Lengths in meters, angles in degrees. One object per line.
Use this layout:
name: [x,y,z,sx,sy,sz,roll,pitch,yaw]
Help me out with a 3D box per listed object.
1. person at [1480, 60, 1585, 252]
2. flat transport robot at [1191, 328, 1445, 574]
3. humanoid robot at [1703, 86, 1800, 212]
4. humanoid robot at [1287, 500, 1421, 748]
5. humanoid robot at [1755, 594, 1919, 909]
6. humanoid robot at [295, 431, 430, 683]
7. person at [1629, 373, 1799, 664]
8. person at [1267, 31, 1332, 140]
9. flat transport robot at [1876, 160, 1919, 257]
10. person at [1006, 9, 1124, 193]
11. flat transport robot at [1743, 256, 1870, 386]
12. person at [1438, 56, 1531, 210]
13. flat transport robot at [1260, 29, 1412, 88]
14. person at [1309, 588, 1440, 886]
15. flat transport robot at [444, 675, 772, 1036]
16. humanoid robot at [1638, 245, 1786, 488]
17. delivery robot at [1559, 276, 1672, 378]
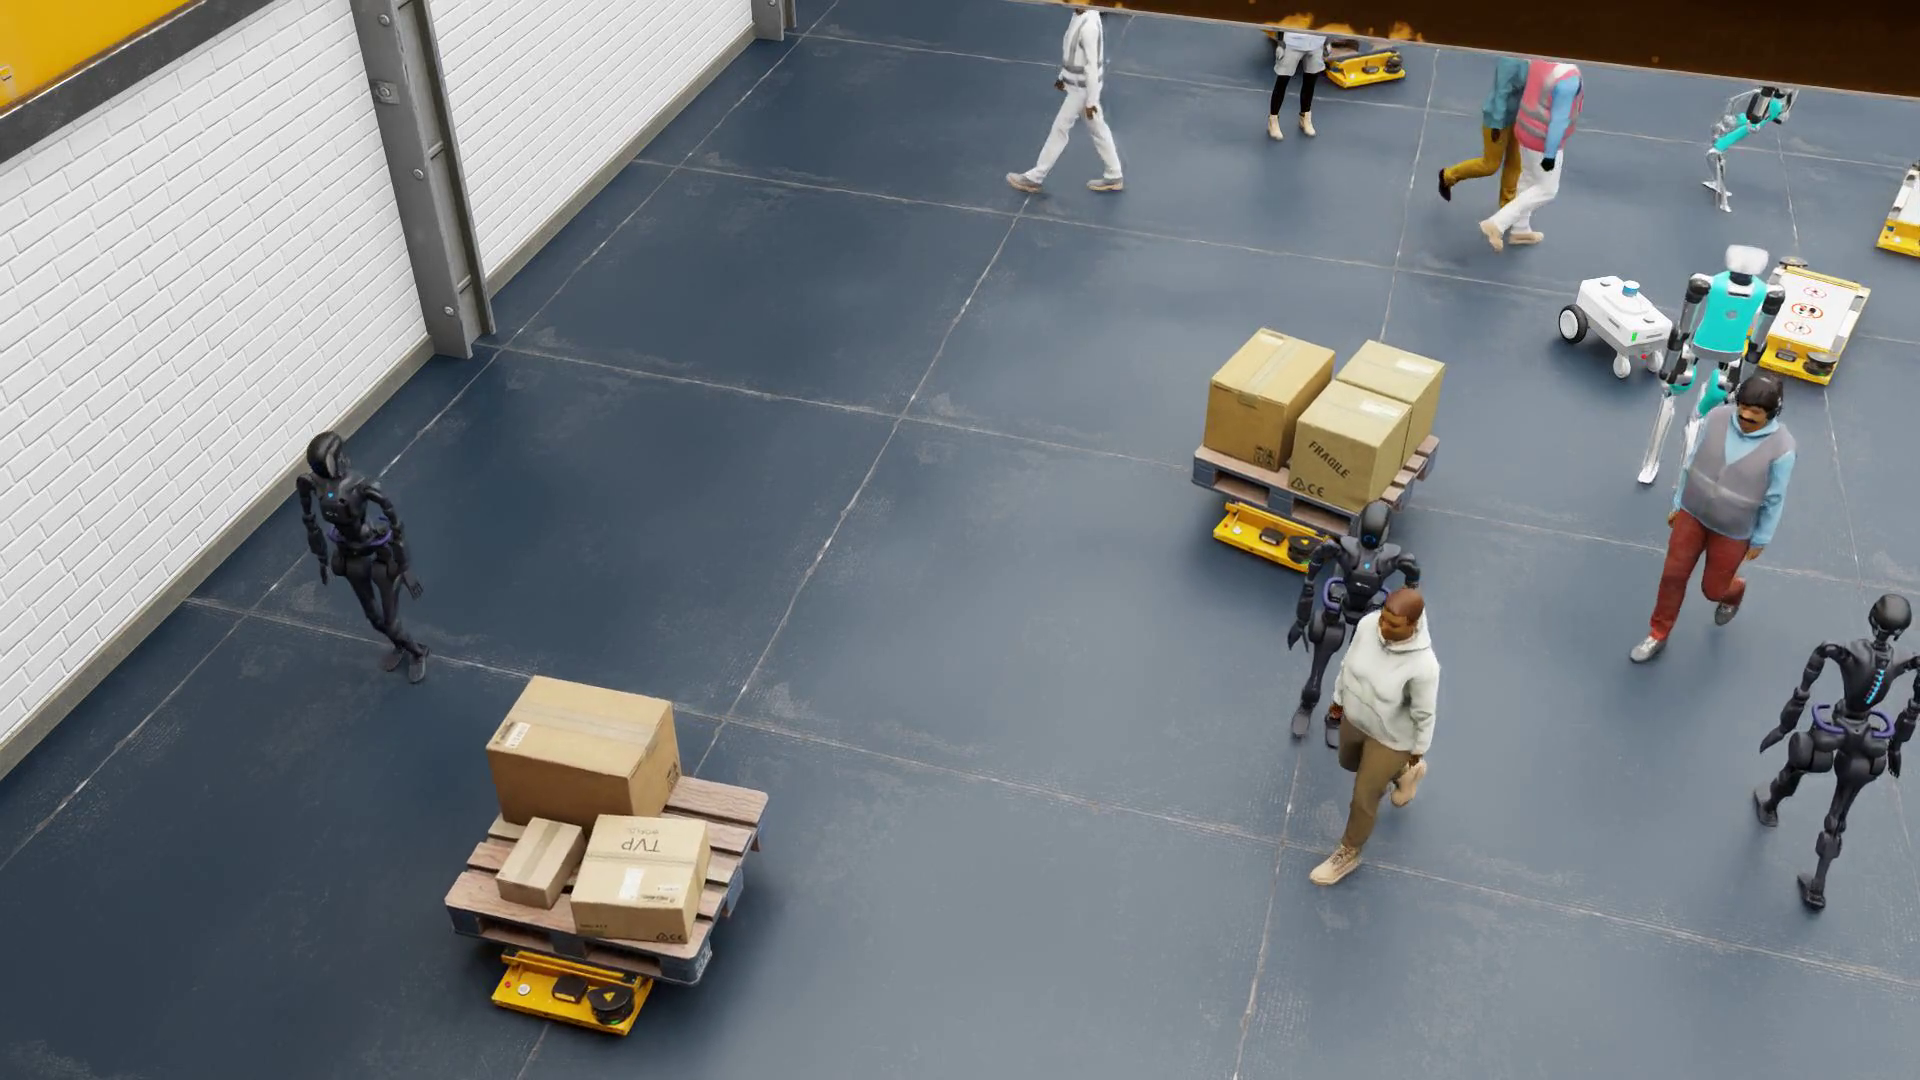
person: [4.330,-3.029,12.540,0.567,1.815,0.646,-4,39,-5]
flat transport robot: [2.204,-0.328,10.412,0.659,0.231,1.431,23,44,26]
humanoid robot: [6.267,-3.466,13.159,0.549,1.774,0.835,-25,45,-28]
humanoid robot: [1.970,0.423,8.364,0.610,1.642,0.395,9,40,11]
humanoid robot: [4.122,0.920,7.774,0.616,1.621,0.785,7,39,9]
humanoid robot: [-3.125,0.071,8.798,0.589,1.637,0.420,6,39,7]
person: [4.101,-0.135,8.910,0.682,1.853,0.541,-28,46,-30]
person: [2.914,-4.224,14.126,0.530,1.689,0.322,-7,39,-9]
flat transport robot: [7.799,-2.604,13.243,0.659,0.231,1.431,22,44,25]
person: [0.902,-3.630,13.273,0.996,1.828,0.600,1,39,2]
flat transport robot: [6.083,-1.596,11.990,0.659,0.231,1.431,23,44,25]
person: [4.208,-3.309,12.949,0.561,1.733,0.689,-31,48,-33]
flat transport robot: [3.571,-4.700,15.850,0.659,0.231,1.431,-14,41,-17]
person: [2.022,0.838,7.778,0.740,1.741,0.520,-21,43,-24]
flat transport robot: [-1.611,1.665,7.933,0.659,0.231,1.431,9,40,11]
humanoid robot: [4.541,-1.073,10.162,0.530,1.782,0.672,11,40,13]
delivery robot: [4.641,-1.550,11.702,0.499,0.592,0.774,-11,40,-13]
